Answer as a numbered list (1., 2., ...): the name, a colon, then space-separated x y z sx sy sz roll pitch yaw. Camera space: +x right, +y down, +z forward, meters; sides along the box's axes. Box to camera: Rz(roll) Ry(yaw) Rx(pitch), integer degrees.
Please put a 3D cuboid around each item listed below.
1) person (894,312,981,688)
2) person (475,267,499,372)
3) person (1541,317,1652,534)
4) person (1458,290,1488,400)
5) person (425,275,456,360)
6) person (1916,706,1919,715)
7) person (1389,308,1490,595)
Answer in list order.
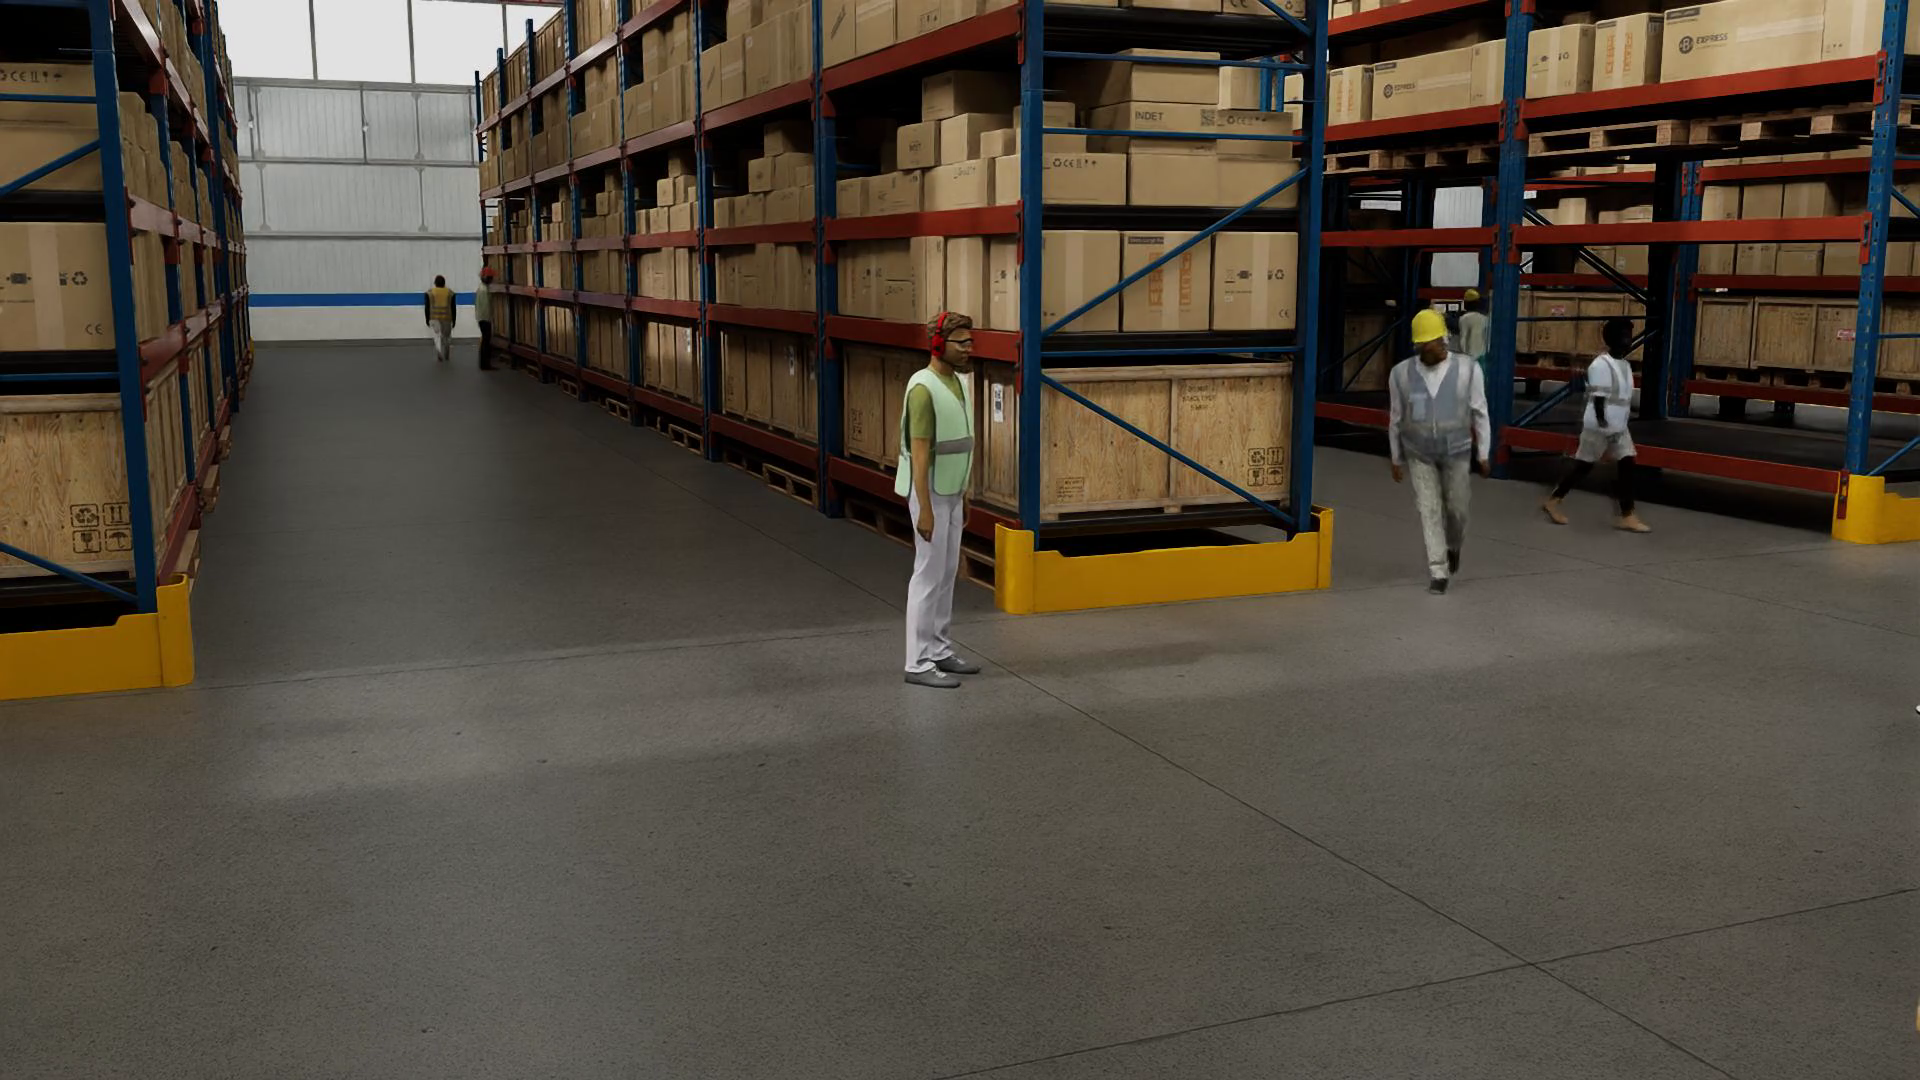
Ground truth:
1. person: -0.119 -0.200 8.191 0.381 1.836 0.564 3 10 19
2. person: -9.027 -4.202 31.689 0.400 1.993 0.621 -3 10 -17
3. person: 4.952 -0.899 12.894 0.529 1.666 0.830 -7 12 -37
4. person: 6.639 -2.390 21.641 0.540 1.717 0.935 -5 11 -27
5. person: -10.937 -4.675 35.044 0.638 1.820 0.770 -4 10 -22
6. person: 4.651 -0.118 7.517 0.642 1.900 0.400 -9 13 -43
7. person: 3.033 -0.574 10.553 0.627 1.794 0.611 3 10 20
